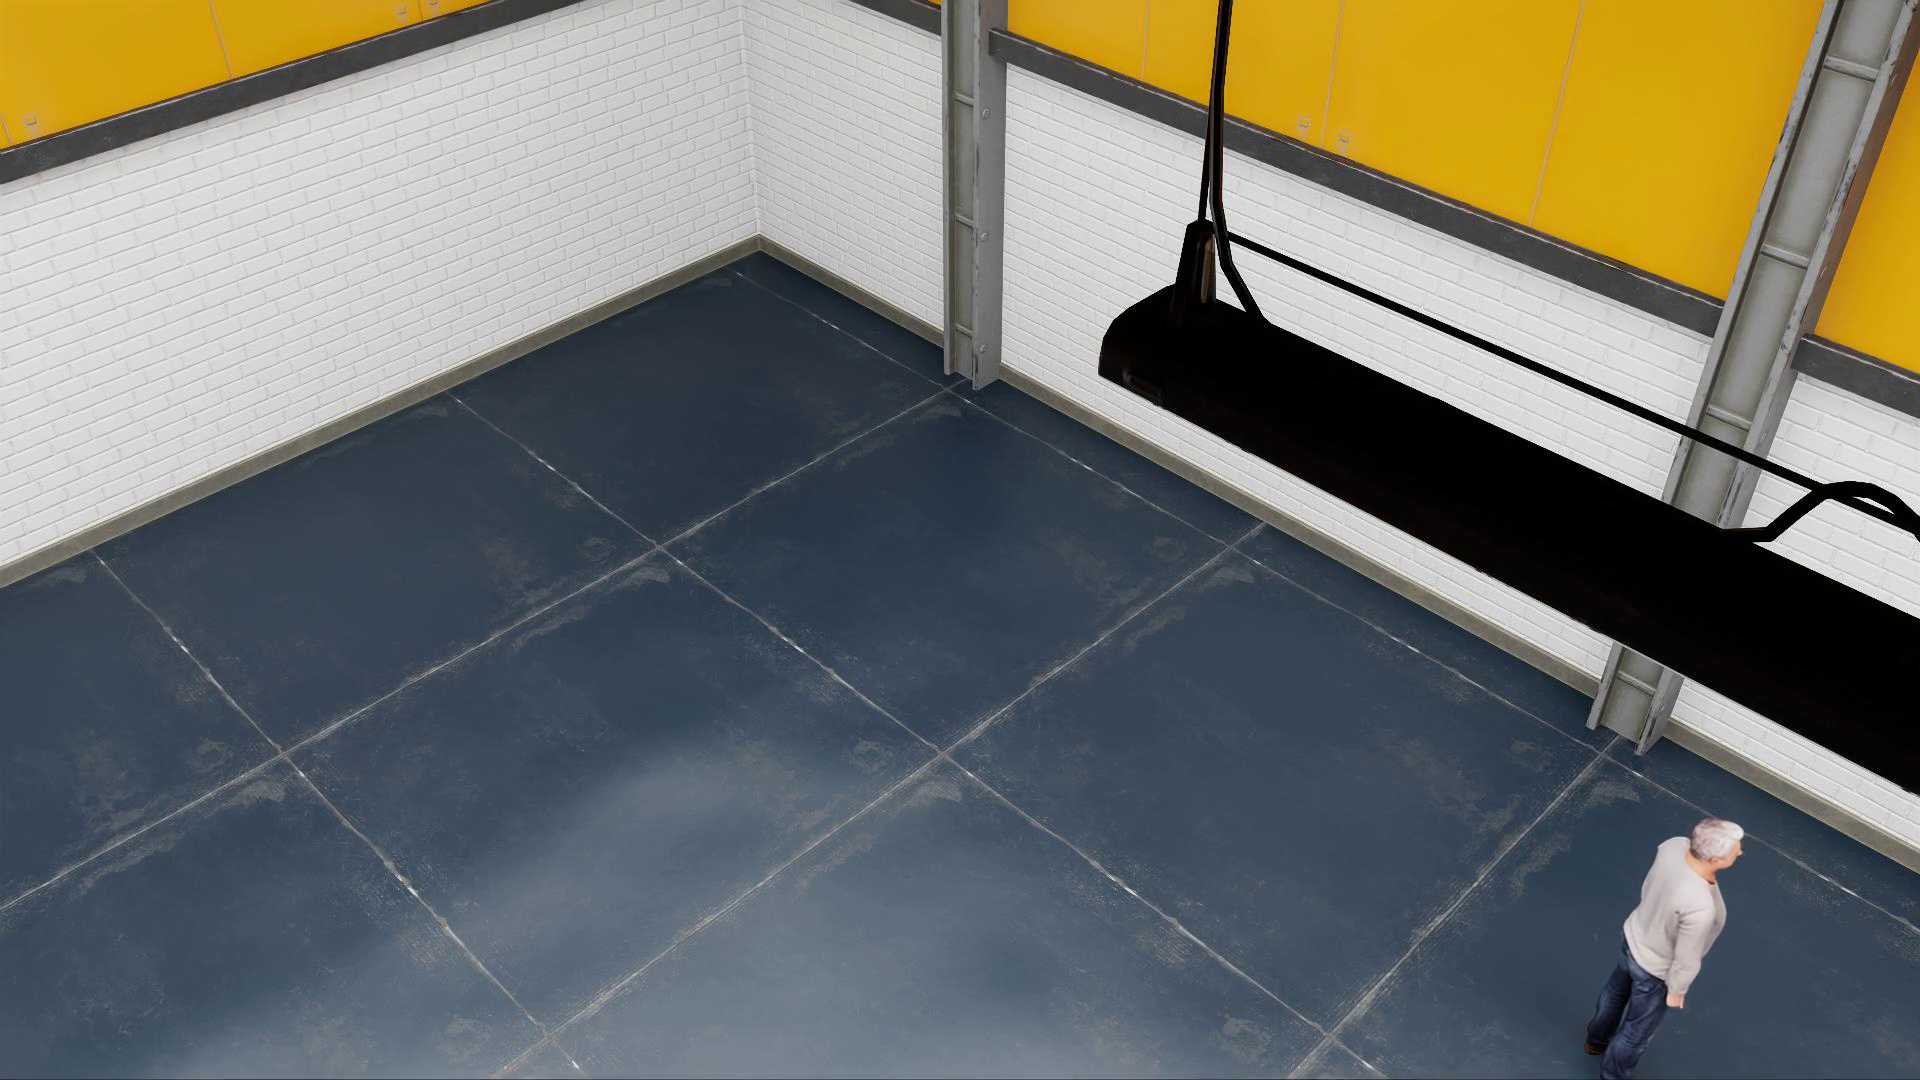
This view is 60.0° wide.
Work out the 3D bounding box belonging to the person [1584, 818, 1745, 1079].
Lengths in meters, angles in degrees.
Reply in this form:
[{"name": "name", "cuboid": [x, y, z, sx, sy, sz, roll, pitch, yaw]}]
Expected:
[{"name": "person", "cuboid": [3.484, 2.063, 8.301, 0.868, 1.910, 0.828, 3, 39, 4]}]
